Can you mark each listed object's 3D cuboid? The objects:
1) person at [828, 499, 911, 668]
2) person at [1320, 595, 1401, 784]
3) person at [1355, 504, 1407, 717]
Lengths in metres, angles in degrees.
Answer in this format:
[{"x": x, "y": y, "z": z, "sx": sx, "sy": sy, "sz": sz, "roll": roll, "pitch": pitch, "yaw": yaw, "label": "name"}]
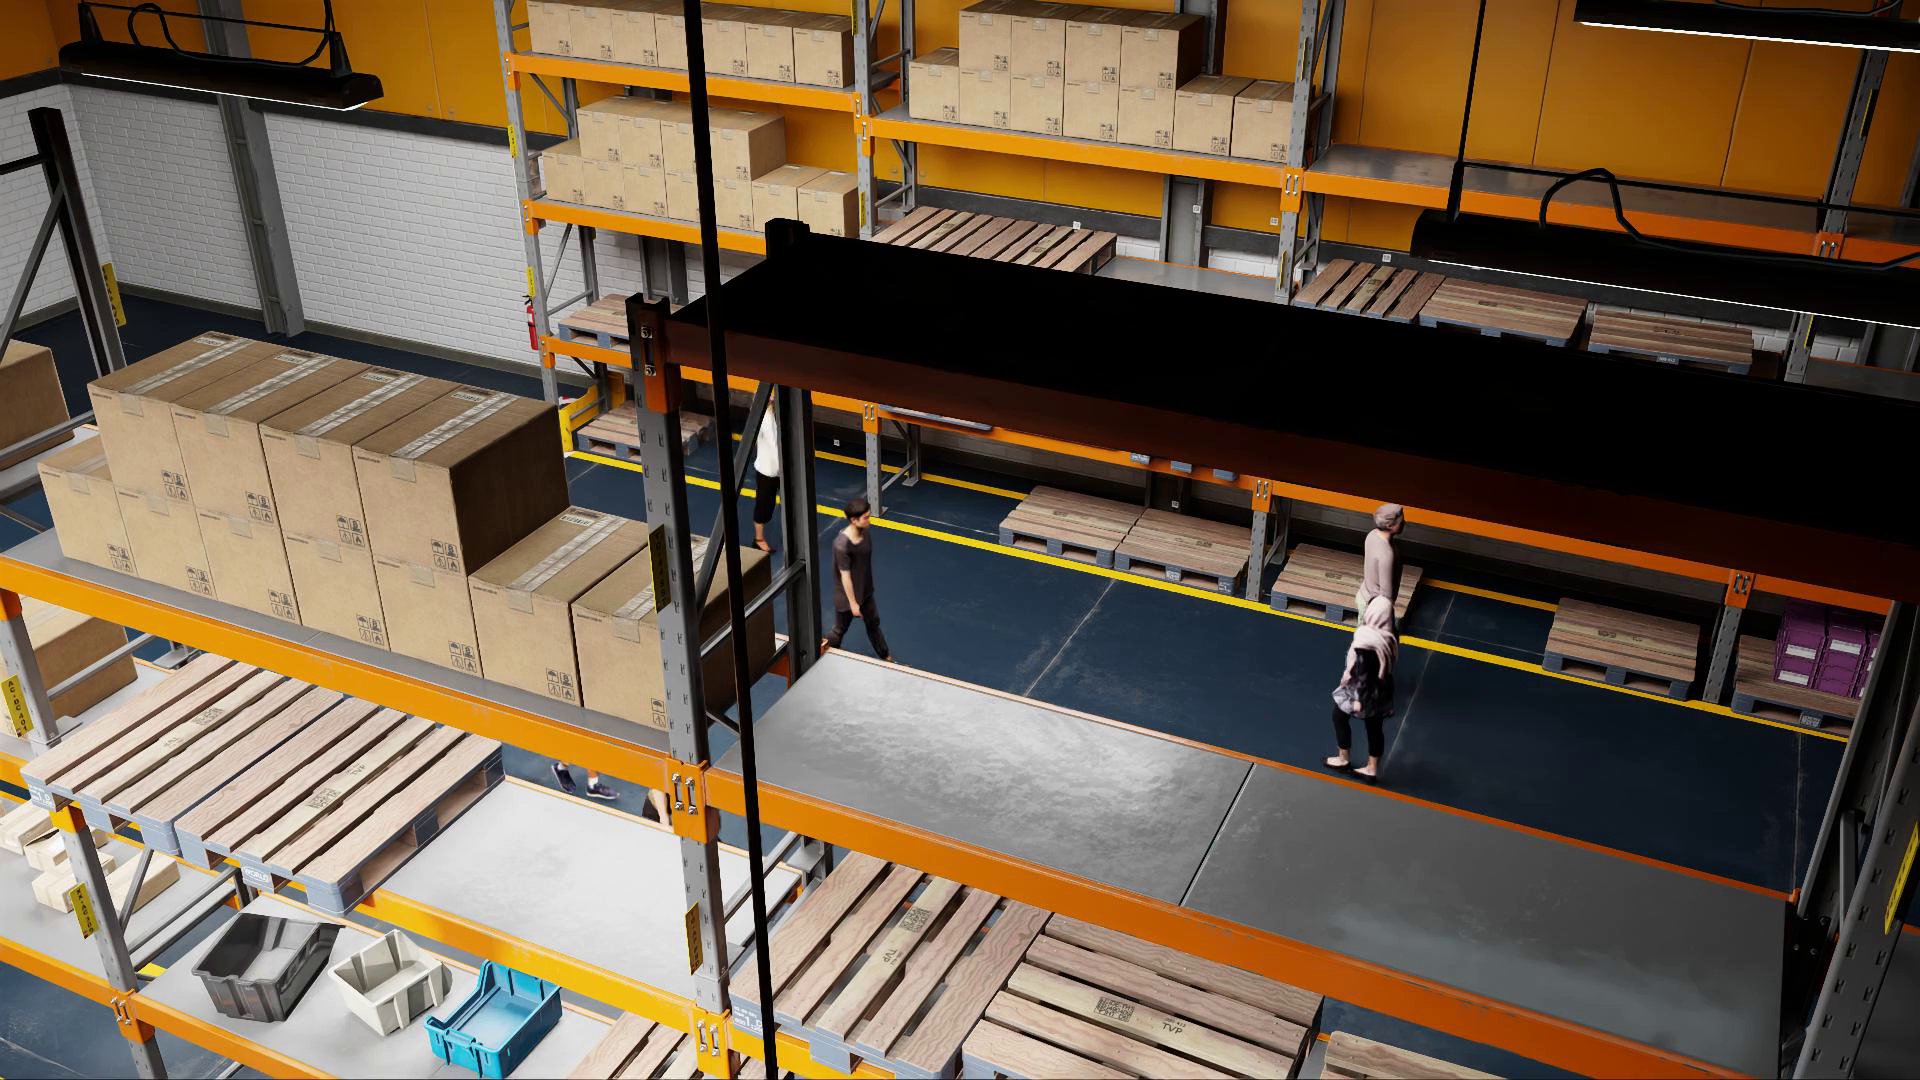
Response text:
[{"x": -0.982, "y": 0.407, "z": 14.110, "sx": 0.988, "sy": 1.683, "sz": 0.695, "roll": 17, "pitch": 33, "yaw": 28, "label": "person"}, {"x": 3.209, "y": 1.179, "z": 12.758, "sx": 0.757, "sy": 1.623, "sz": 0.817, "roll": -25, "pitch": 37, "yaw": -38, "label": "person"}, {"x": 3.414, "y": 0.542, "z": 13.662, "sx": 0.766, "sy": 1.876, "sz": 0.767, "roll": -1, "pitch": 29, "yaw": -2, "label": "person"}]
